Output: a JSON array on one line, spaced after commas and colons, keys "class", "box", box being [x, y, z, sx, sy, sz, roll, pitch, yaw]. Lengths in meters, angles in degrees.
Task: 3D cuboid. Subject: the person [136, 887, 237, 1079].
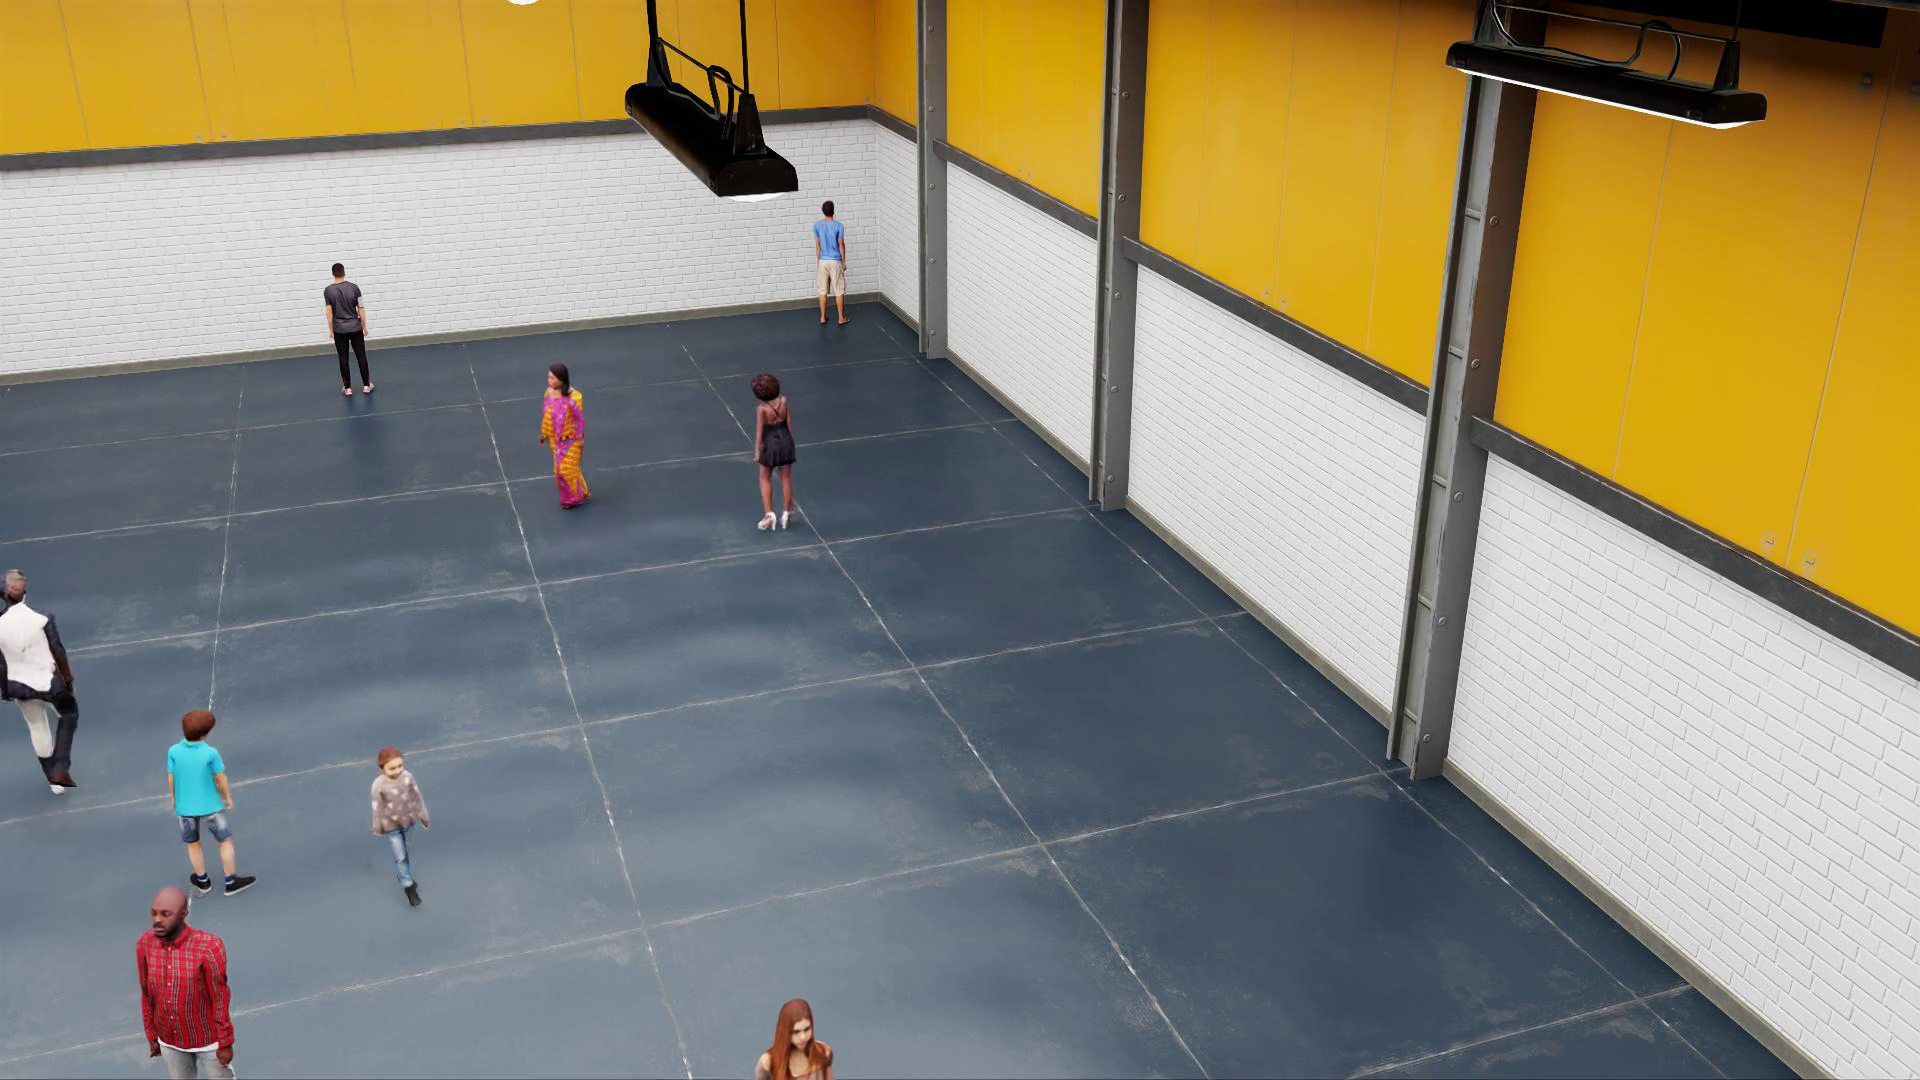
[{"class": "person", "box": [-4.289, 2.723, 9.296, 0.750, 1.819, 0.742, 3, 24, 6]}]

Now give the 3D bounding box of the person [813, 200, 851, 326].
[{"class": "person", "box": [-1.946, -4.184, 25.043, 0.740, 1.863, 0.751, 5, 24, 11]}]

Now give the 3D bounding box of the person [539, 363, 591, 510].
[{"class": "person", "box": [-4.334, -1.181, 18.438, 0.841, 1.652, 0.892, 17, 29, 33]}]

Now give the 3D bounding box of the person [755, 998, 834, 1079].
[{"class": "person", "box": [-0.880, 3.072, 8.648, 0.617, 1.700, 1.017, -8, 25, -17]}]

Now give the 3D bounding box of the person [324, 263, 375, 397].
[{"class": "person", "box": [-8.101, -2.791, 21.980, 0.642, 1.764, 0.518, -9, 25, -19]}]

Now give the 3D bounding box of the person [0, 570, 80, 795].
[{"class": "person", "box": [-7.109, 1.162, 12.797, 0.722, 1.877, 0.773, -6, 24, -14]}]

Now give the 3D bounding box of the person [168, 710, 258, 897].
[{"class": "person", "box": [-5.405, 1.854, 11.766, 0.702, 1.434, 0.616, -9, 25, -20]}]

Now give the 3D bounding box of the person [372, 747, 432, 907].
[{"class": "person", "box": [-4.012, 1.974, 11.813, 0.659, 1.176, 0.802, -19, 30, -37]}]

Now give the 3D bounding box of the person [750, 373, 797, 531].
[{"class": "person", "box": [-1.960, -0.956, 17.784, 0.683, 1.763, 0.656, -10, 25, -21]}]
